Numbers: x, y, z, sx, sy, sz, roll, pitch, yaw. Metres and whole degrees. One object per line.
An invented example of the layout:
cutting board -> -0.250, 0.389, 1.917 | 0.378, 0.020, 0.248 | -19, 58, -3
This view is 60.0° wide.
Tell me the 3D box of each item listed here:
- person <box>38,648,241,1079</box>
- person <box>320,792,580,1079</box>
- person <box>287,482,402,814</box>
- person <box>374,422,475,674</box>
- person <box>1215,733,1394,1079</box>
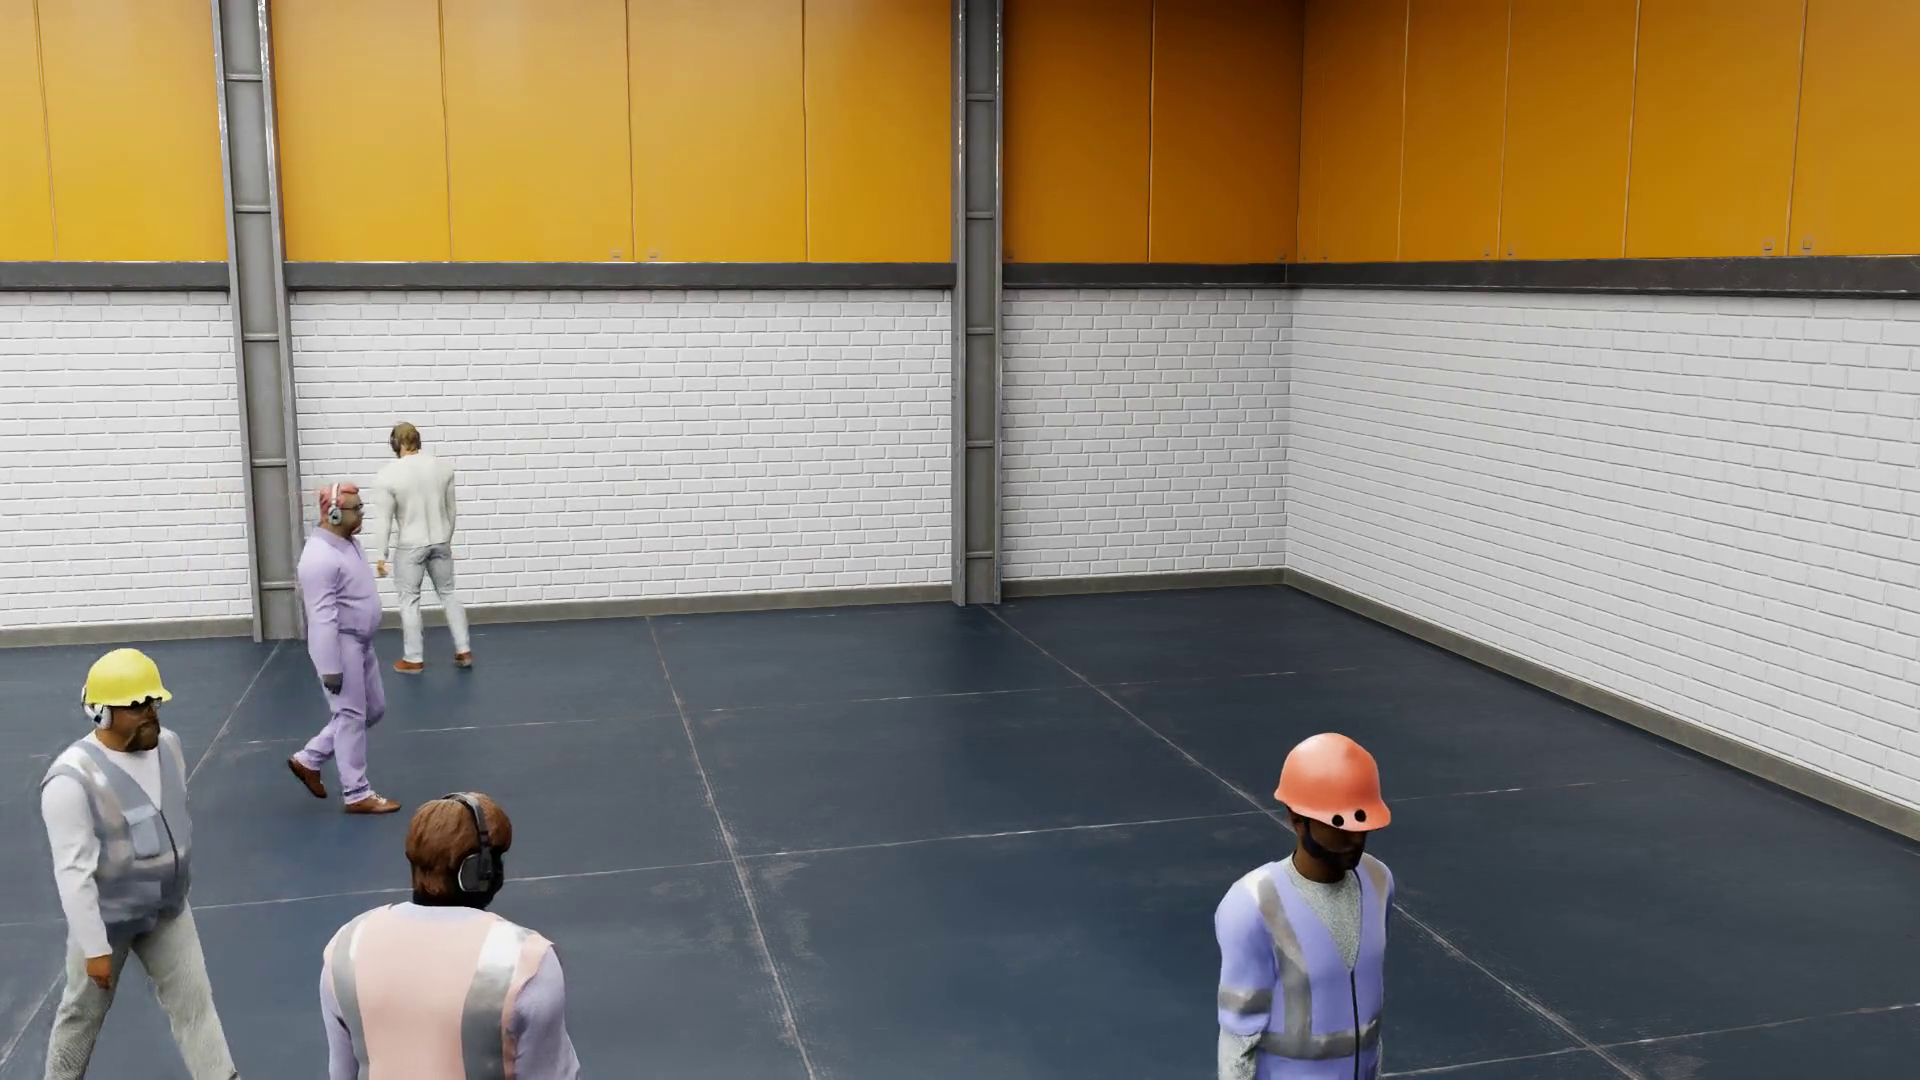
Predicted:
person -> -2.843, 1.244, 5.702 | 0.946, 1.780, 0.612 | 3, 10, 17
person -> -1.163, 1.498, 3.941 | 0.624, 1.837, 0.430 | 3, 10, 17
person -> -3.467, 0.612, 9.274 | 0.543, 1.892, 0.668 | -1, 9, -7
person -> -4.064, 0.068, 12.609 | 0.514, 1.915, 0.724 | 9, 13, 44
person -> 0.884, 1.415, 4.133 | 0.551, 1.934, 0.373 | -6, 11, -33
